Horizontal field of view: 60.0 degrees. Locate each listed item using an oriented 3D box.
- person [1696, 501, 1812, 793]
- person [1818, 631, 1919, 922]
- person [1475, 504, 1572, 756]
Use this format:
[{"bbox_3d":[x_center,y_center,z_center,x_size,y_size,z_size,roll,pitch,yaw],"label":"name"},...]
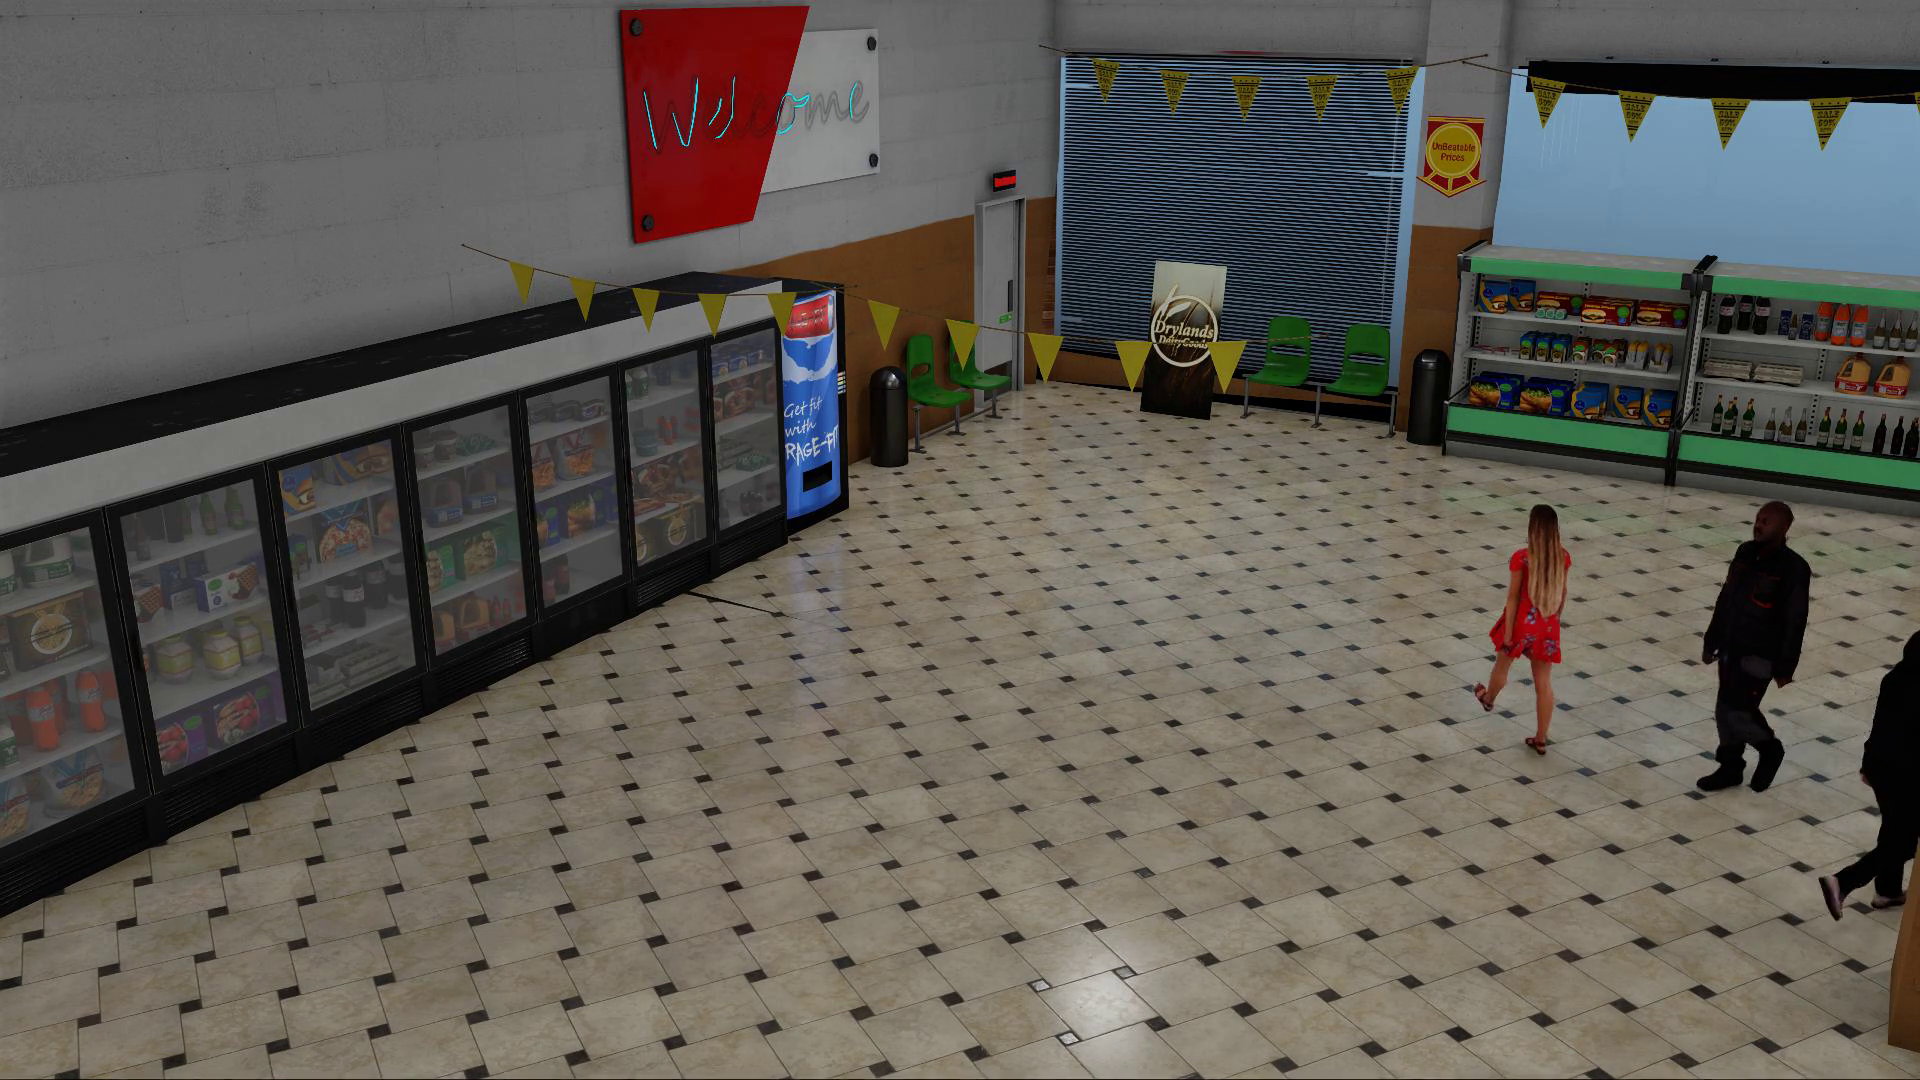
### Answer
[{"bbox_3d":[4.761,0.635,9.862,0.960,1.810,0.900,-6,20,-19],"label":"person"},{"bbox_3d":[4.722,1.227,8.442,1.067,1.594,0.994,-4,19,-13],"label":"person"},{"bbox_3d":[3.613,0.590,10.394,1.058,1.554,1.034,-2,19,-6],"label":"person"}]
